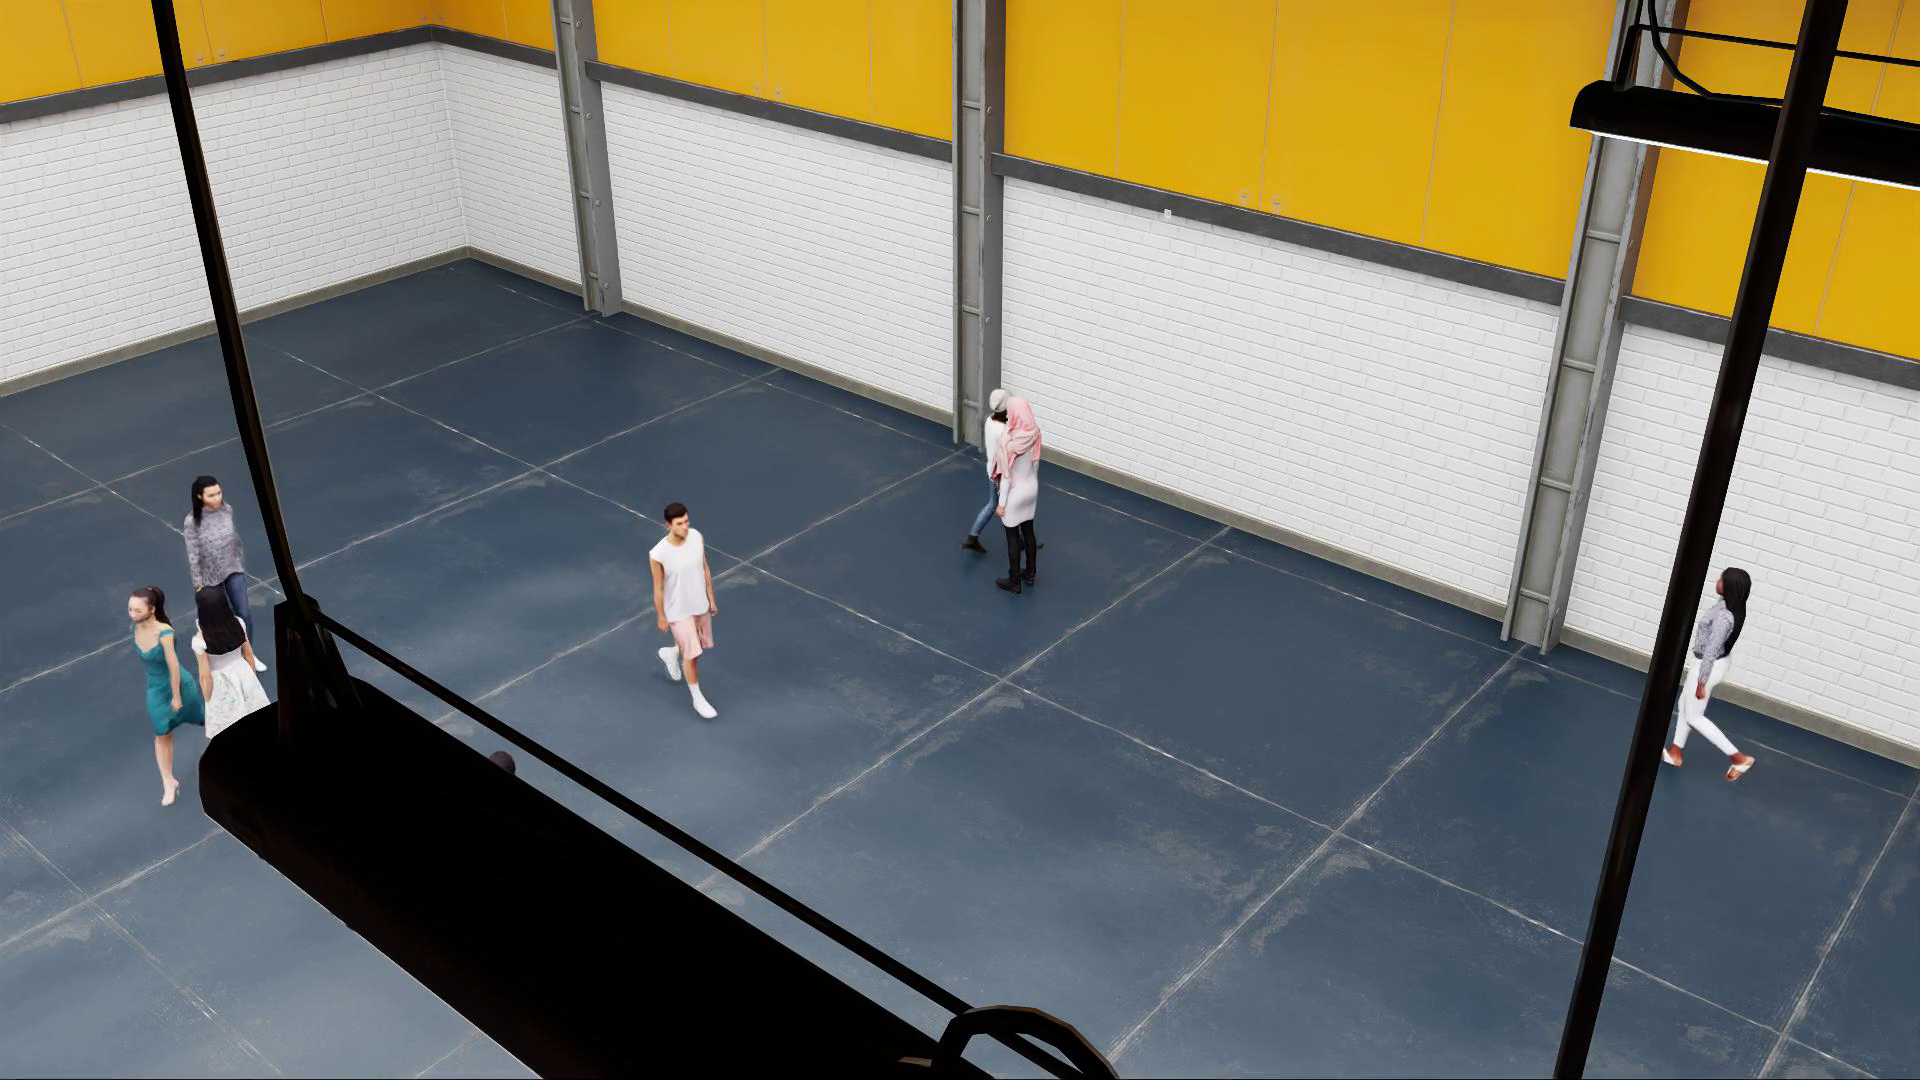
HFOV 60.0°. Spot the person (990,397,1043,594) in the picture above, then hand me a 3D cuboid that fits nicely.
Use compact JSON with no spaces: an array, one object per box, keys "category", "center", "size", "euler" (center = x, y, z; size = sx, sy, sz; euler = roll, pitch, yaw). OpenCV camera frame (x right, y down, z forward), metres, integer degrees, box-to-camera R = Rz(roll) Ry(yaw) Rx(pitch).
[{"category":"person","center":[0.506,-0.387,14.249],"size":[0.662,1.804,0.634],"euler":[-22,36,-35]}]

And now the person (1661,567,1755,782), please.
[{"category":"person","center":[5.411,0.973,11.856],"size":[0.955,1.707,0.599],"euler":[21,35,34]}]

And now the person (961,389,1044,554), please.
[{"category":"person","center":[0.308,-0.586,14.804],"size":[0.942,1.620,1.011],"euler":[-11,30,-19]}]

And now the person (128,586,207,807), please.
[{"category":"person","center":[-5.556,1.029,11.822],"size":[0.999,1.641,0.865],"euler":[12,31,21]}]

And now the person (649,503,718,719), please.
[{"category":"person","center":[-2.135,0.472,12.709],"size":[1.006,1.769,0.670],"euler":[25,37,38]}]

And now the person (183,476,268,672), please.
[{"category":"person","center":[-5.909,0.250,13.174],"size":[0.932,1.714,0.634],"euler":[20,34,32]}]

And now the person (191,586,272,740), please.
[{"category":"person","center":[-5.042,1.095,11.560],"size":[0.657,1.775,0.668],"euler":[18,33,29]}]
